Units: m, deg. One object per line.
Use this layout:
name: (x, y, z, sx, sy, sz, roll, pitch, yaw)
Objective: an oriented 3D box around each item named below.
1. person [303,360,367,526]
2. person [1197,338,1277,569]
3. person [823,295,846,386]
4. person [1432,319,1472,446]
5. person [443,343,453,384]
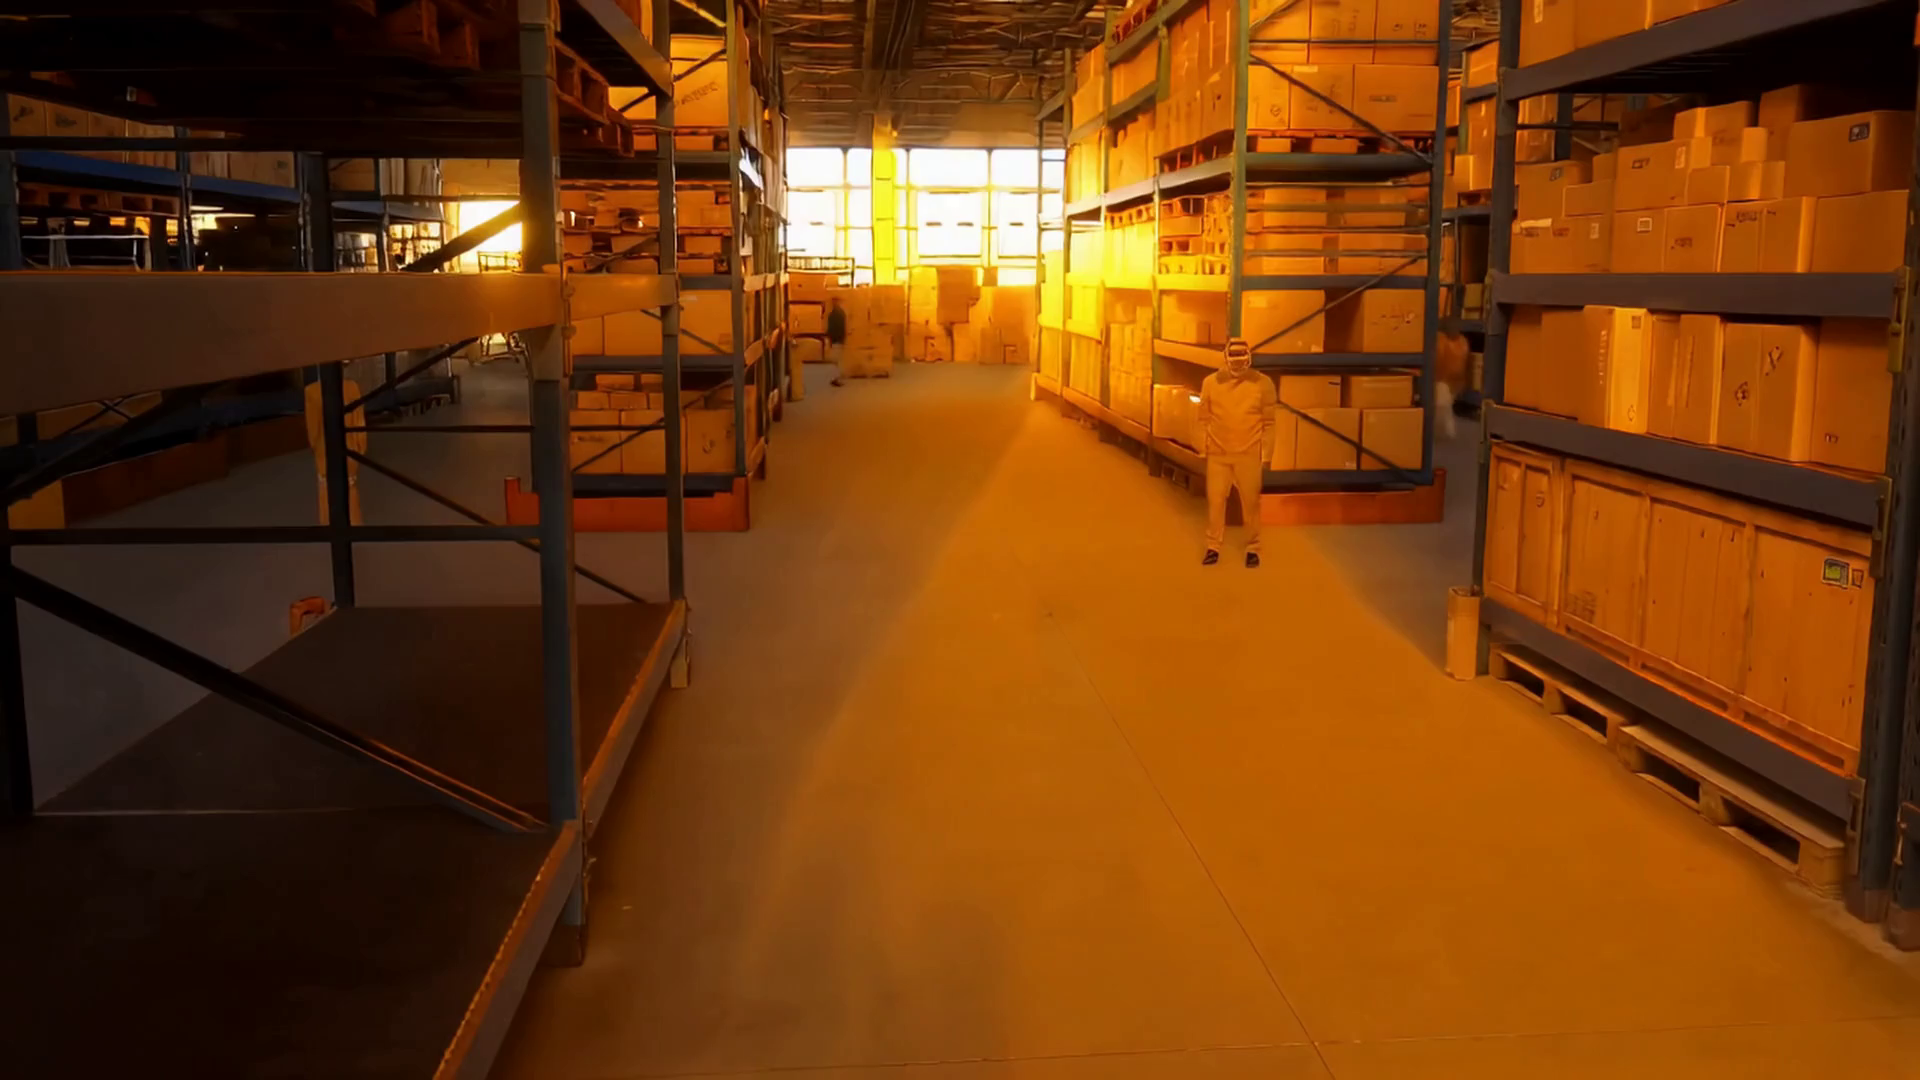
person: (-5.673, -0.880, 15.144, 0.534, 1.767, 0.314, -1, 9, -7)
person: (2.260, -0.710, 13.681, 0.644, 1.898, 0.396, 3, 10, 21)
person: (-2.717, -4.289, 35.882, 0.548, 1.975, 0.651, -7, 11, -37)
person: (6.958, -2.243, 23.622, 0.645, 1.791, 0.987, -2, 9, -15)
person: (-10.488, -3.844, 33.433, 0.984, 1.888, 0.642, 2, 9, 12)
